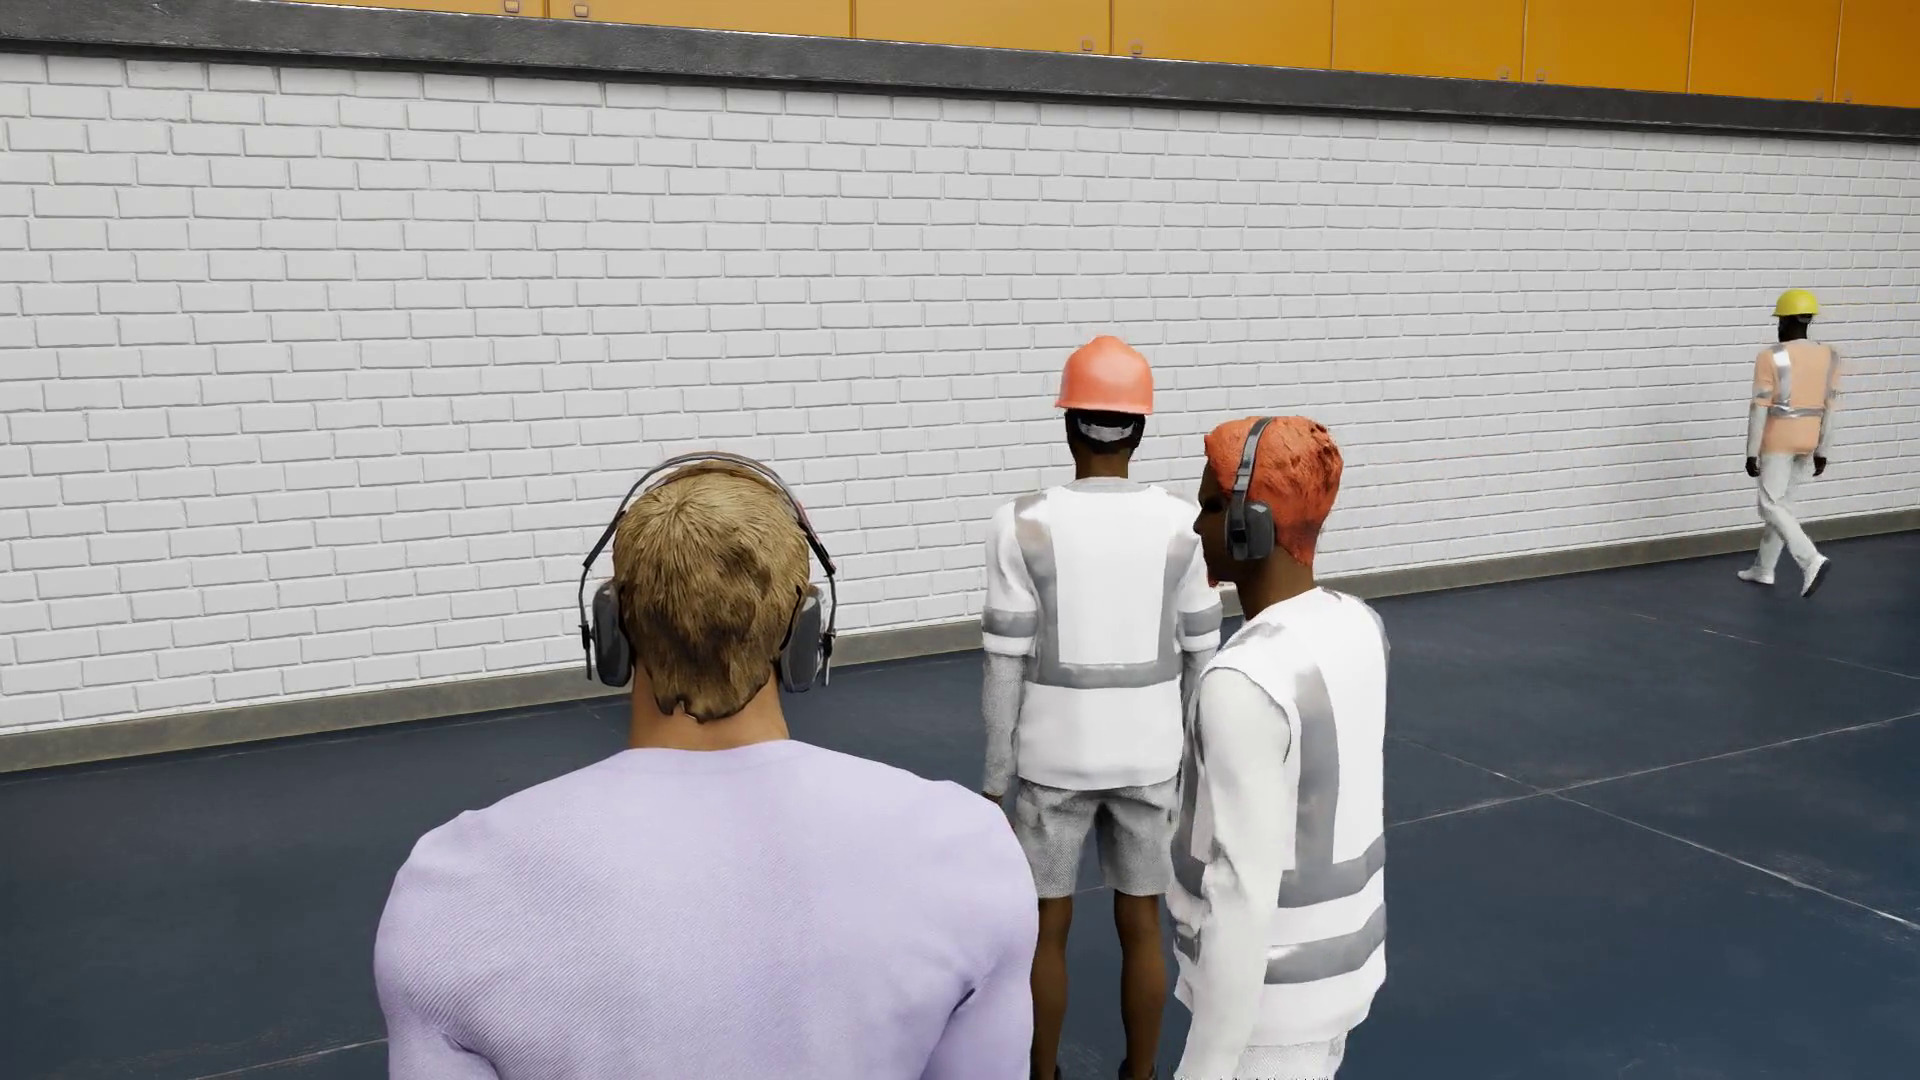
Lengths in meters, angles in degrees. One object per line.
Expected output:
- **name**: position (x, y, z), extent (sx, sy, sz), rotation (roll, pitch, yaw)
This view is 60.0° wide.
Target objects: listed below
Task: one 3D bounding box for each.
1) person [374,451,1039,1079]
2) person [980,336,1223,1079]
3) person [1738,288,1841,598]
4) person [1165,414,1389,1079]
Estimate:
- **person**: position (-0.233, 0.875, 1.701), extent (0.628, 1.940, 0.373), rotation (-2, 10, -11)
- **person**: position (0.318, 0.495, 3.899), extent (0.574, 1.927, 0.388), rotation (-1, 10, -5)
- **person**: position (5.167, -0.605, 10.316), extent (0.597, 1.902, 0.831), rotation (-3, 10, -16)
- **person**: position (0.517, 0.733, 2.708), extent (0.400, 1.889, 0.587), rotation (6, 11, 29)
